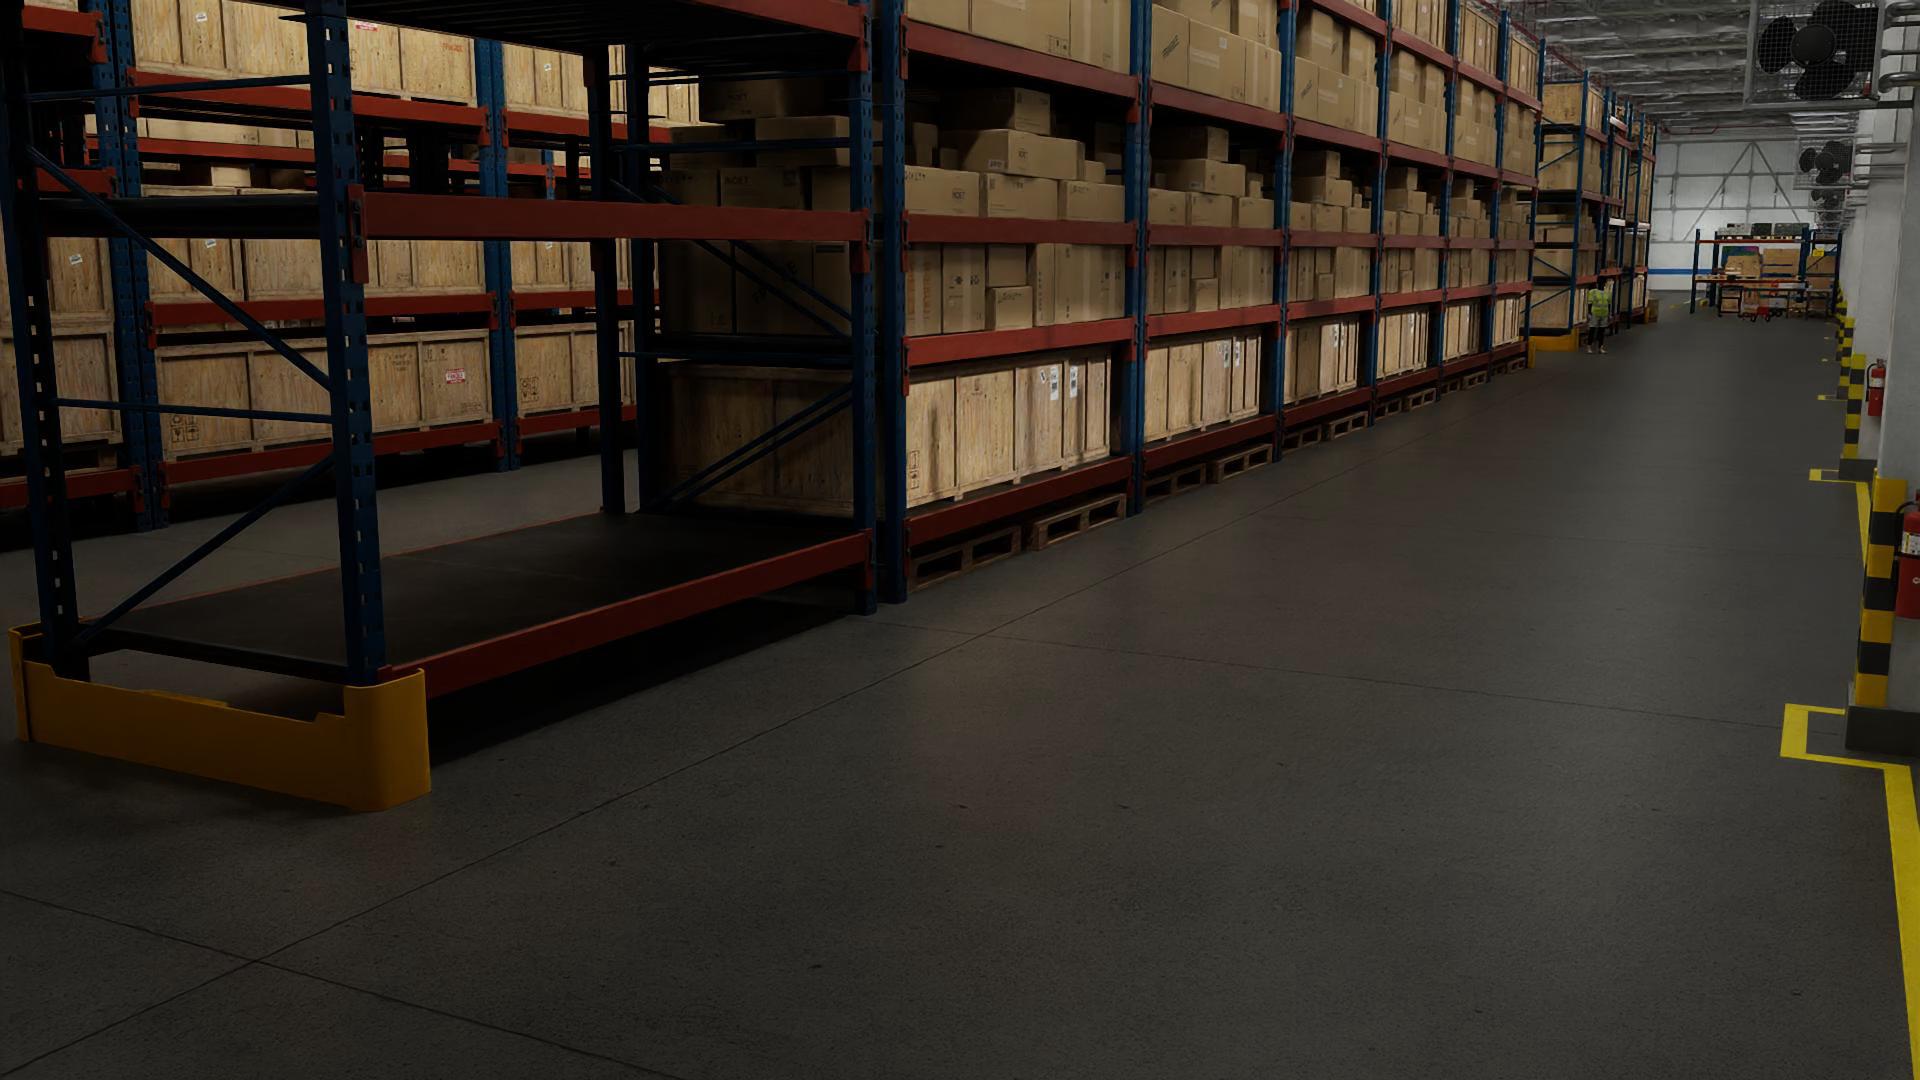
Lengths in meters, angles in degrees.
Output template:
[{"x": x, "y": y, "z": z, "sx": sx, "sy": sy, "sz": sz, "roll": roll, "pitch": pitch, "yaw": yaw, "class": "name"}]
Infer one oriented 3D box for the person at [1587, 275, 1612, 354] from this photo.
[{"x": 13.783, "y": -4.853, "z": 35.863, "sx": 0.533, "sy": 1.699, "sz": 0.318, "roll": -1, "pitch": 10, "yaw": -4, "class": "person"}]
